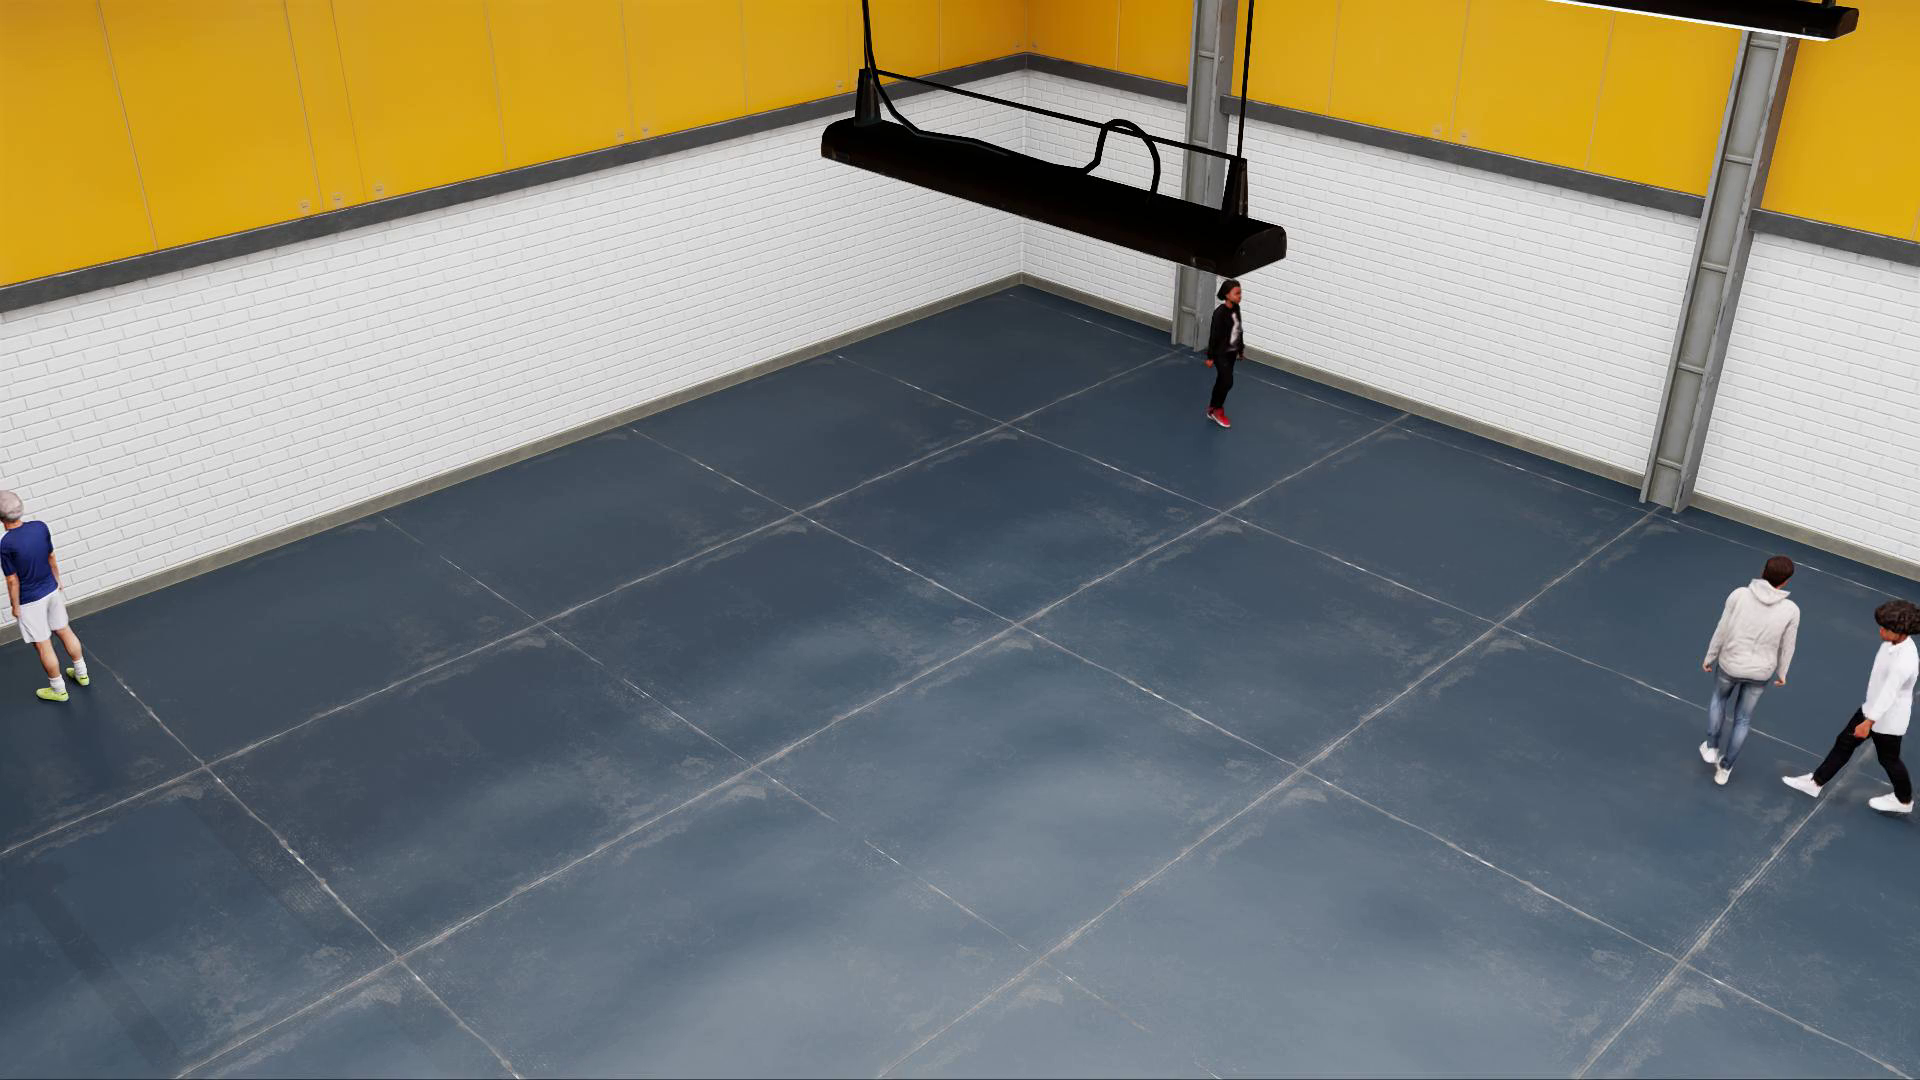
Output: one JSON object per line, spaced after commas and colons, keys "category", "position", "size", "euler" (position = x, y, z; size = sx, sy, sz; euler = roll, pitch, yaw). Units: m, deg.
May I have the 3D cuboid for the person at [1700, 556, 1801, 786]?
{"category": "person", "position": [5.797, 0.999, 12.306], "size": [0.791, 1.816, 0.911], "euler": [13, 31, 23]}

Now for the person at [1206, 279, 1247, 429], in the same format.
{"category": "person", "position": [2.807, -2.050, 18.061], "size": [0.576, 1.657, 0.611], "euler": [25, 37, 37]}

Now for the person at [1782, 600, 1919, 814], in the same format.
{"category": "person", "position": [6.709, 1.251, 11.904], "size": [1.244, 1.758, 1.039], "euler": [9, 30, 17]}

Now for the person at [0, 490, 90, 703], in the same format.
{"category": "person", "position": [-7.400, 0.434, 13.319], "size": [0.700, 1.837, 0.717], "euler": [9, 30, 16]}
